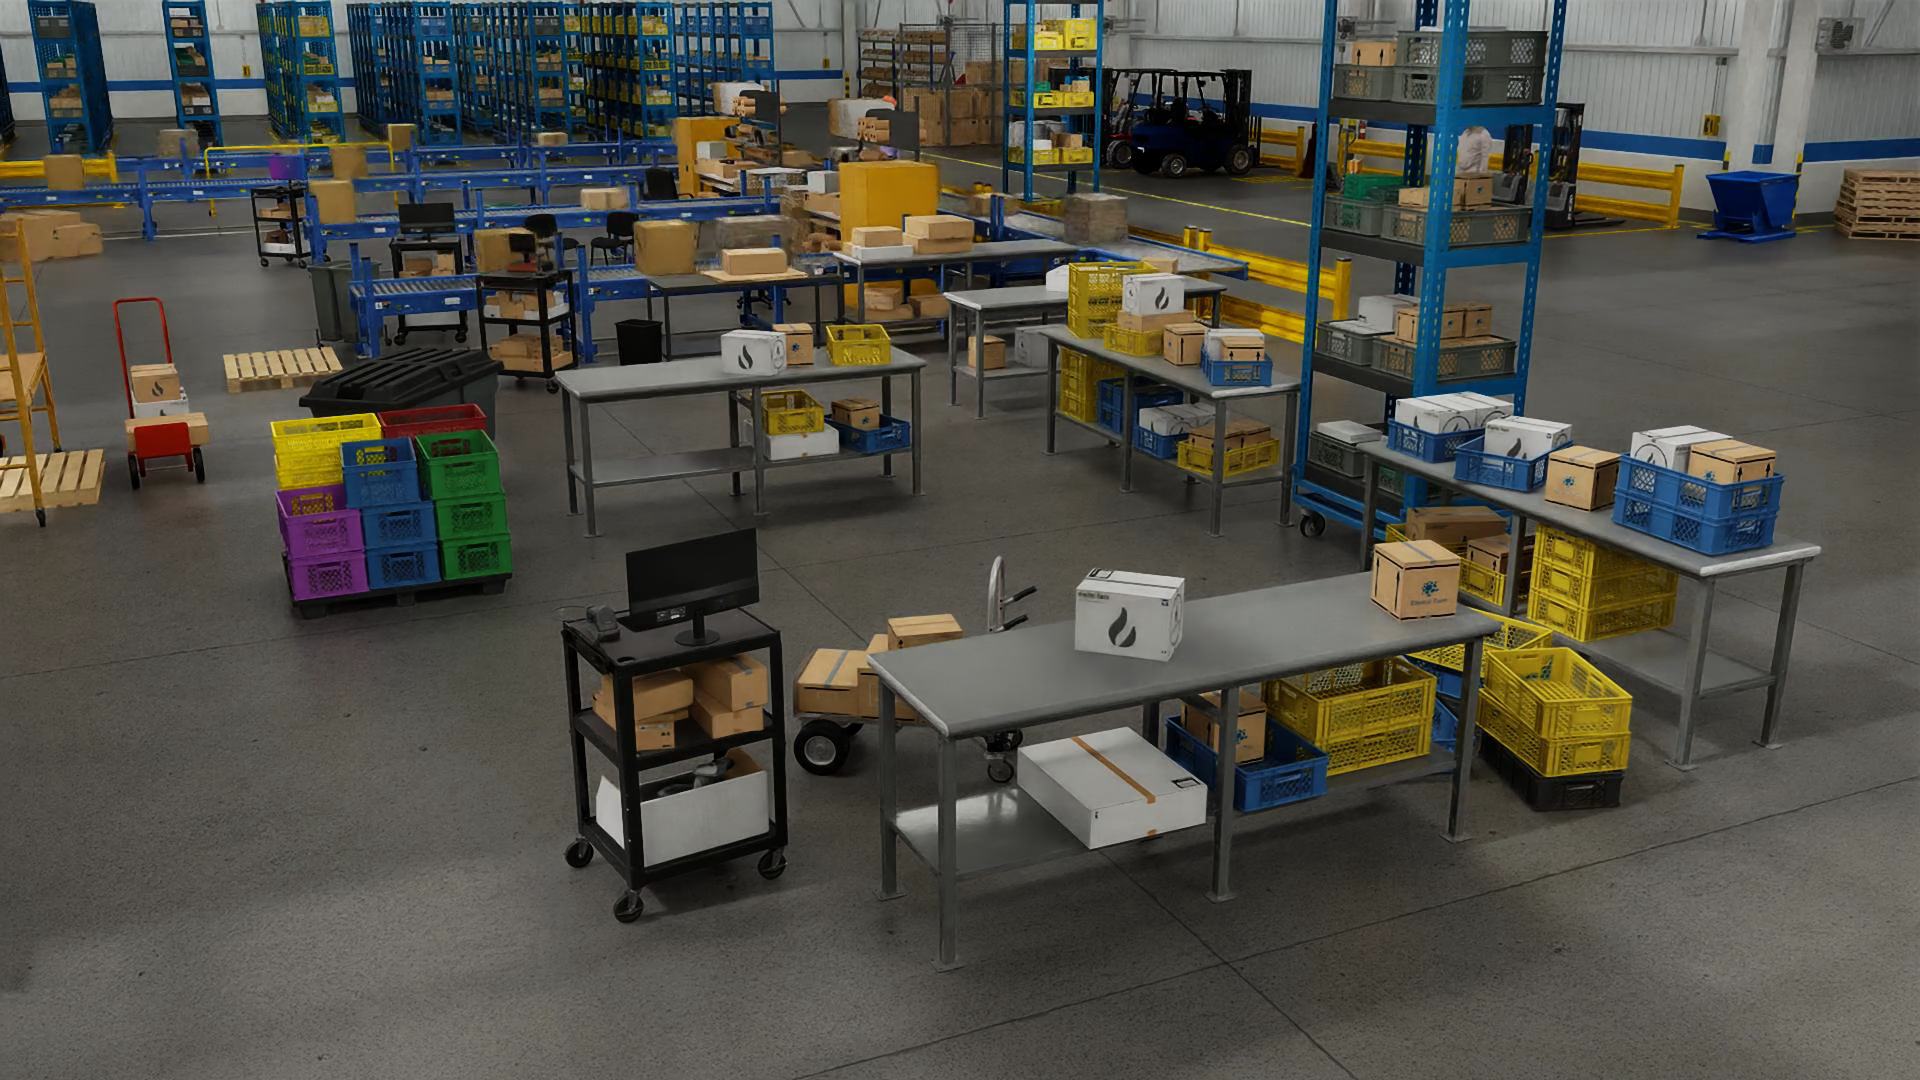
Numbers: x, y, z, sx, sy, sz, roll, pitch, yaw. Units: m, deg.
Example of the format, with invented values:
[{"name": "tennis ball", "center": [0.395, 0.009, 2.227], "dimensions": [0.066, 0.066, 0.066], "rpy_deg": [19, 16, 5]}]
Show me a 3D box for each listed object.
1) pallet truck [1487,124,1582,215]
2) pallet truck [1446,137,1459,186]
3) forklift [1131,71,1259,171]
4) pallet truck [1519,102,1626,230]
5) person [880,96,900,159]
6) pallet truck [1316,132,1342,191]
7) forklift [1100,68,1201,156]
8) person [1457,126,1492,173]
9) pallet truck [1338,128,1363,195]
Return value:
[{"name": "pallet truck", "center": [9.707, -6.455, 28.103], "dimensions": [1.885, 1.965, 0.823], "rpy_deg": [-7, 19, -20]}, {"name": "pallet truck", "center": [9.184, -6.485, 29.328], "dimensions": [1.630, 1.274, 0.653], "rpy_deg": [-8, 19, -23]}, {"name": "forklift", "center": [4.998, -8.936, 35.413], "dimensions": [2.680, 1.987, 1.157], "rpy_deg": [-9, 20, -25]}, {"name": "pallet truck", "center": [9.972, -6.037, 26.785], "dimensions": [1.885, 1.965, 0.823], "rpy_deg": [-9, 20, -25]}, {"name": "person", "center": [-1.186, -6.313, 27.575], "dimensions": [0.362, 2.048, 0.610], "rpy_deg": [-5, 18, -15]}, {"name": "pallet truck", "center": [7.723, -7.504, 32.656], "dimensions": [1.601, 1.201, 0.680], "rpy_deg": [-8, 19, -23]}, {"name": "forklift", "center": [4.082, -9.564, 37.410], "dimensions": [2.680, 1.987, 1.157], "rpy_deg": [-8, 19, -23]}, {"name": "person", "center": [8.012, -5.785, 26.138], "dimensions": [0.406, 1.911, 0.636], "rpy_deg": [-7, 19, -22]}, {"name": "pallet truck", "center": [7.845, -7.140, 31.411], "dimensions": [1.522, 1.261, 0.704], "rpy_deg": [-9, 20, -25]}]
